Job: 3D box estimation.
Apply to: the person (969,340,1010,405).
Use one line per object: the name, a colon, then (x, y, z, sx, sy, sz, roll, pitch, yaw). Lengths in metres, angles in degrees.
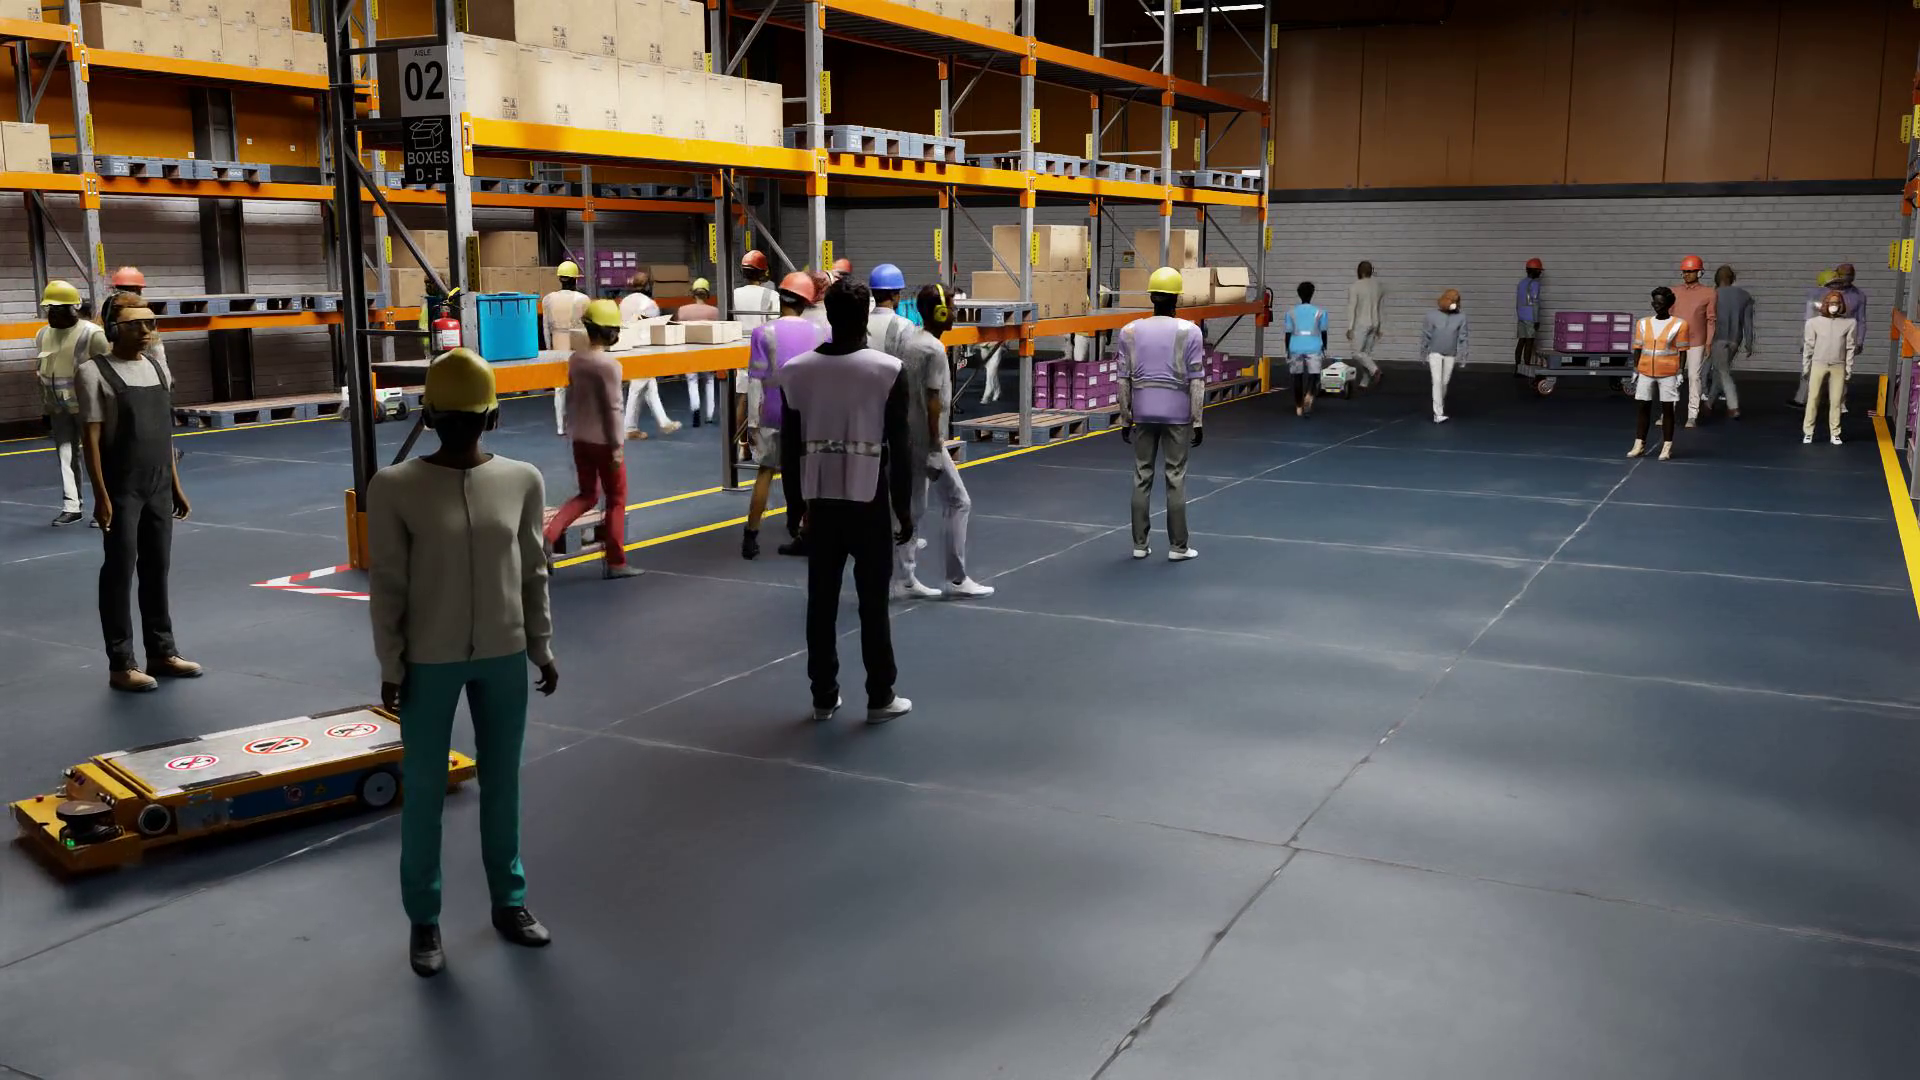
person: (0.430, -2.649, 22.490, 0.521, 1.599, 0.859, 5, 11, 26)

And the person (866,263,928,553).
person: (-0.496, -0.885, 11.261, 0.605, 1.950, 0.381, 8, 12, 38)

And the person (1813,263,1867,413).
person: (11.157, -2.568, 21.172, 0.688, 1.892, 0.603, 3, 10, 16)

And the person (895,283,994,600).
person: (-0.075, -0.558, 9.668, 0.699, 1.847, 0.567, -4, 11, -22)

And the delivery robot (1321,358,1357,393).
delivery robot: (5.282, -2.295, 23.186, 0.477, 0.478, 0.707, 5, 11, 28)

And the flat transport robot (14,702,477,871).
flat transport robot: (-2.557, 0.855, 6.044, 1.431, 0.197, 0.652, -9, 13, -42)

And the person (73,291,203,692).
person: (-3.834, -0.229, 7.764, 0.345, 1.847, 0.504, 3, 10, 19)

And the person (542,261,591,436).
person: (-4.317, -2.109, 18.426, 0.601, 1.925, 0.378, 2, 10, 12)

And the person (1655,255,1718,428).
person: (8.444, -2.302, 19.329, 0.611, 1.996, 0.379, 8, 13, 40)

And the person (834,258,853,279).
person: (-1.436, -2.417, 20.099, 0.635, 1.971, 0.906, 3, 10, 19)

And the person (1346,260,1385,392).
person: (5.904, -3.065, 23.979, 0.647, 1.918, 0.634, -5, 11, -29)

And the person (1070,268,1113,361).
person: (1.812, -2.852, 22.994, 0.627, 1.836, 0.428, 0, 10, -2)

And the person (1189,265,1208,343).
person: (3.536, -3.227, 25.043, 0.505, 1.870, 0.592, -1, 10, -8)

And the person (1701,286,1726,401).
person: (10.406, -2.722, 22.811, 0.508, 1.632, 0.264, -3, 10, -14)

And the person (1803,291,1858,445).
person: (9.185, -1.817, 17.604, 0.491, 1.626, 0.282, 3, 10, 19)

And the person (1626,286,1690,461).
person: (6.840, -1.625, 16.279, 0.537, 1.695, 0.321, 9, 14, 43)

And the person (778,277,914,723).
person: (-0.487, -0.162, 7.164, 0.589, 1.920, 0.399, 3, 10, 17)

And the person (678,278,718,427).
person: (-3.042, -2.204, 19.516, 0.525, 1.737, 0.773, -2, 10, -11)

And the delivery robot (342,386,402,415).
delivery robot: (-7.058, -1.737, 19.955, 0.707, 0.478, 0.477, 4, 11, 23)

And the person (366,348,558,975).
person: (-1.402, 0.337, 4.741, 0.523, 1.761, 0.328, -7, 12, -35)

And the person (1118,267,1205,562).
person: (1.326, -0.817, 10.931, 0.585, 1.928, 0.368, 5, 11, 25)

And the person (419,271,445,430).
person: (-5.896, -2.159, 19.024, 0.550, 1.819, 0.646, -8, 13, -40)

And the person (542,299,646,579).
person: (-2.288, -0.594, 10.177, 0.539, 1.741, 0.646, 9, 13, 41)

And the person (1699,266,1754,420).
person: (9.344, -2.407, 20.325, 0.645, 1.874, 1.110, -1, 10, -5)

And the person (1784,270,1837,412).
person: (11.053, -2.537, 21.280, 0.674, 1.801, 0.592, 2, 10, 9)

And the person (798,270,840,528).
person: (-0.975, -1.000, 12.093, 0.403, 1.900, 0.646, -10, 14, -44)

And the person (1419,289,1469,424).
person: (5.731, -2.167, 19.707, 0.526, 1.589, 0.857, 0, 10, 1)

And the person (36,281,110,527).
person: (-6.534, -0.993, 12.272, 0.589, 1.823, 0.404, 2, 10, 11)

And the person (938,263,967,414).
person: (-0.155, -2.536, 20.853, 0.543, 1.939, 0.360, -5, 11, -28)

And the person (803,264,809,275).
person: (-2.555, -3.802, 28.487, 0.589, 1.834, 0.404, 3, 10, 15)

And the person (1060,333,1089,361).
person: (1.635, -2.972, 24.362, 0.743, 1.603, 0.530, -6, 11, -29)

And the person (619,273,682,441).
person: (-3.344, -1.997, 18.127, 0.913, 1.796, 0.659, -9, 13, -42)

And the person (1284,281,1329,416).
person: (4.230, -2.331, 20.390, 0.543, 1.682, 0.631, 3, 10, 18)

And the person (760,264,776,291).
person: (-3.198, -3.642, 27.517, 0.326, 1.856, 0.498, -7, 12, -34)

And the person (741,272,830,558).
person: (-1.173, -0.812, 11.013, 0.630, 1.899, 0.437, -4, 11, -21)

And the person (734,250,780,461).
person: (-1.975, -1.774, 16.136, 0.609, 2.044, 0.374, 3, 10, 16)

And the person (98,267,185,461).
person: (-7.533, -1.541, 15.240, 0.549, 1.883, 1.006, 3, 10, 19)

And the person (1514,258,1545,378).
person: (9.277, -3.609, 27.087, 0.376, 1.932, 0.543, -2, 10, -12)
